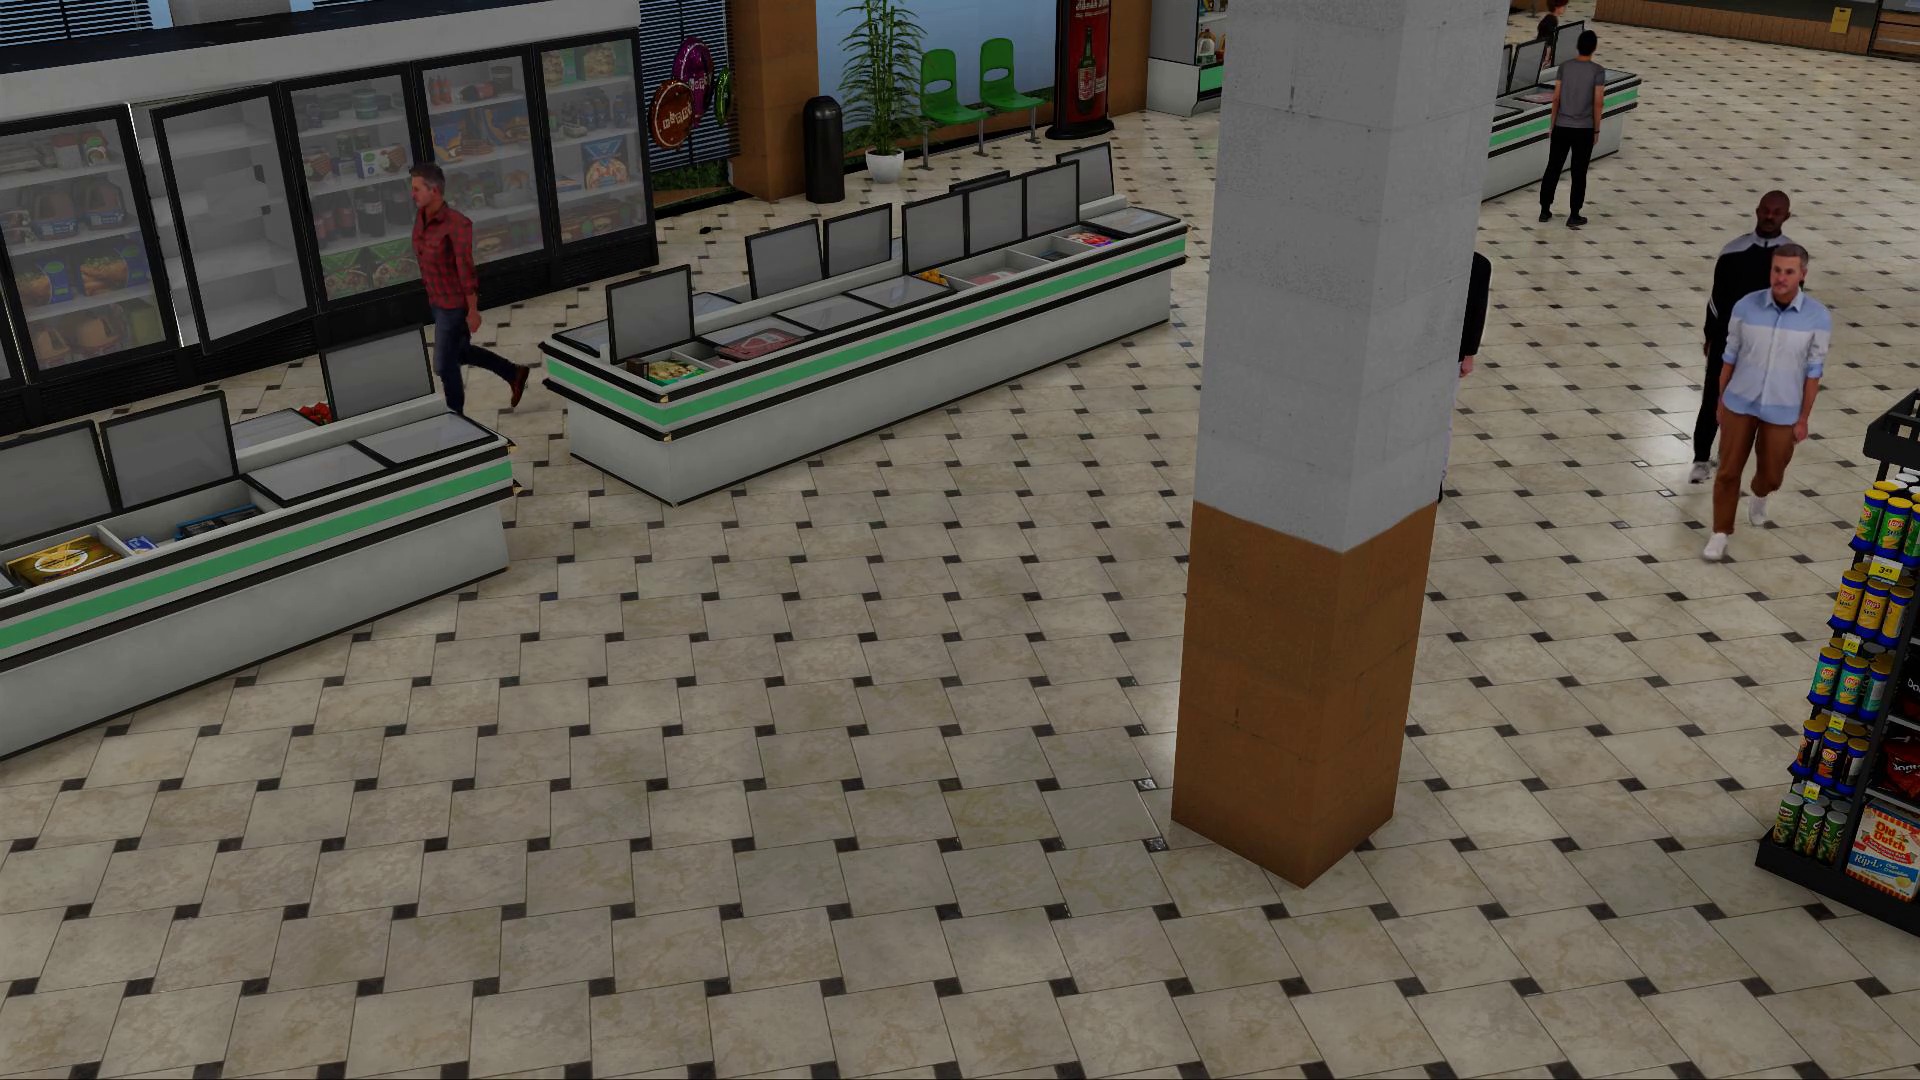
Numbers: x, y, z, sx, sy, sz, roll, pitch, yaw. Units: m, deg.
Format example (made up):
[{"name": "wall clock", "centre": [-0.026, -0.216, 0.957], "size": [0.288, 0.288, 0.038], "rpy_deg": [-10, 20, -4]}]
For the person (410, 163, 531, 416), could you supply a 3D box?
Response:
[{"name": "person", "centre": [-3.213, -1.550, 10.796], "size": [1.104, 1.799, 0.710], "rpy_deg": [-23, 35, -37]}]

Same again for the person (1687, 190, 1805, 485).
[{"name": "person", "centre": [4.857, -1.271, 10.242], "size": [0.924, 1.804, 1.135], "rpy_deg": [10, 29, 19]}]

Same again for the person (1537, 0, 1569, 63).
[{"name": "person", "centre": [6.607, -5.466, 18.937], "size": [0.985, 1.420, 0.942], "rpy_deg": [1, 27, 1]}]

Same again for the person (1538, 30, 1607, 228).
[{"name": "person", "centre": [5.620, -3.772, 15.227], "size": [0.632, 1.753, 0.578], "rpy_deg": [19, 33, 33]}]

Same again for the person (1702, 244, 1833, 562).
[{"name": "person", "centre": [4.480, -0.777, 9.254], "size": [0.813, 1.814, 0.969], "rpy_deg": [15, 31, 28]}]
